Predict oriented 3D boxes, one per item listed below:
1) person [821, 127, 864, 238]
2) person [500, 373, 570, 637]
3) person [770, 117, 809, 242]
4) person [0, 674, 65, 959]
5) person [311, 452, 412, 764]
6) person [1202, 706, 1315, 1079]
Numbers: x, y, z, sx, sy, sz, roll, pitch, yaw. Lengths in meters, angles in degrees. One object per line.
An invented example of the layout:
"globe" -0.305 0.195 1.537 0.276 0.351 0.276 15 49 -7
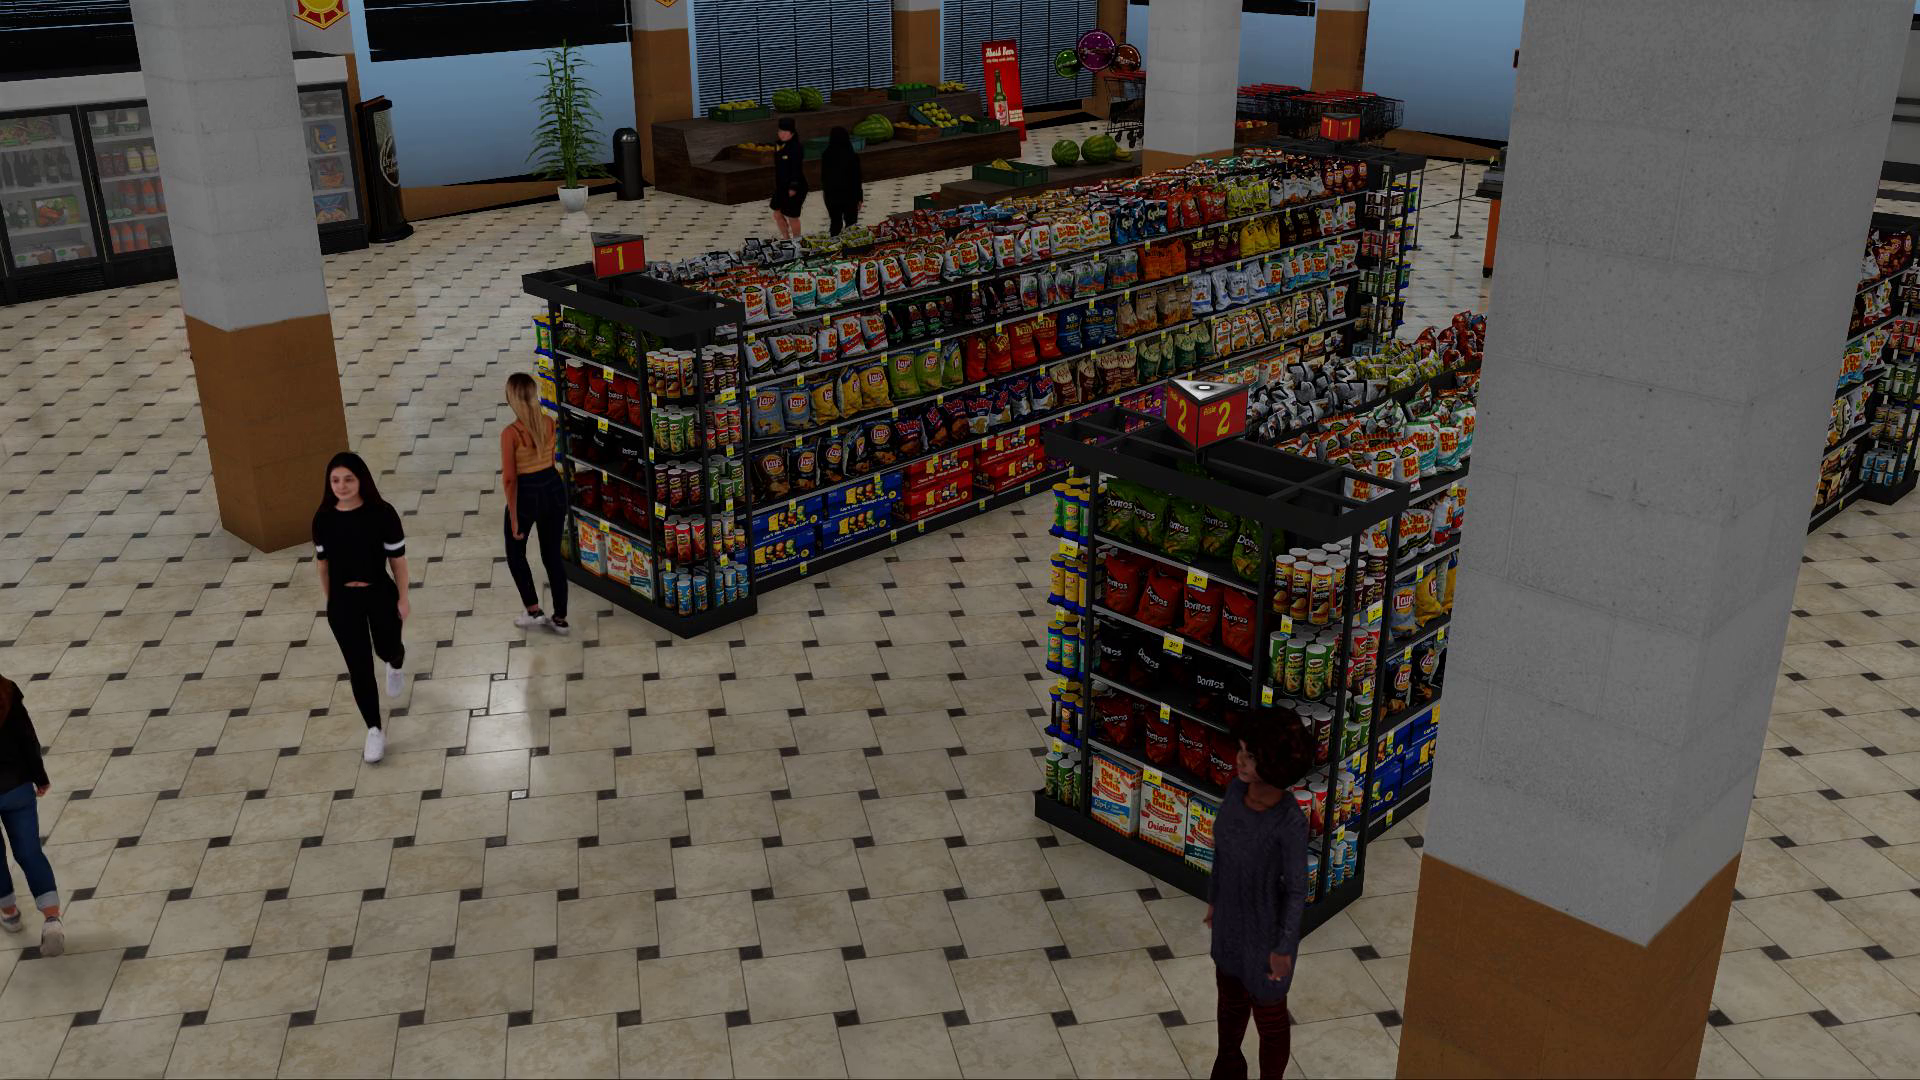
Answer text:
"person" -1.406 -3.964 19.328 0.799 1.594 0.844 5 23 13
"person" -2.462 -0.176 9.873 0.521 1.615 0.625 -20 30 -41
"person" -1.959 -4.206 19.856 0.717 1.649 0.782 -13 25 -29
"person" -4.025 1.073 6.969 0.847 1.462 0.689 -19 29 -39
"person" -3.093 0.292 8.704 1.064 1.617 1.029 -4 22 -10
"person" 1.056 1.366 5.906 0.614 1.710 0.641 -11 24 -25
